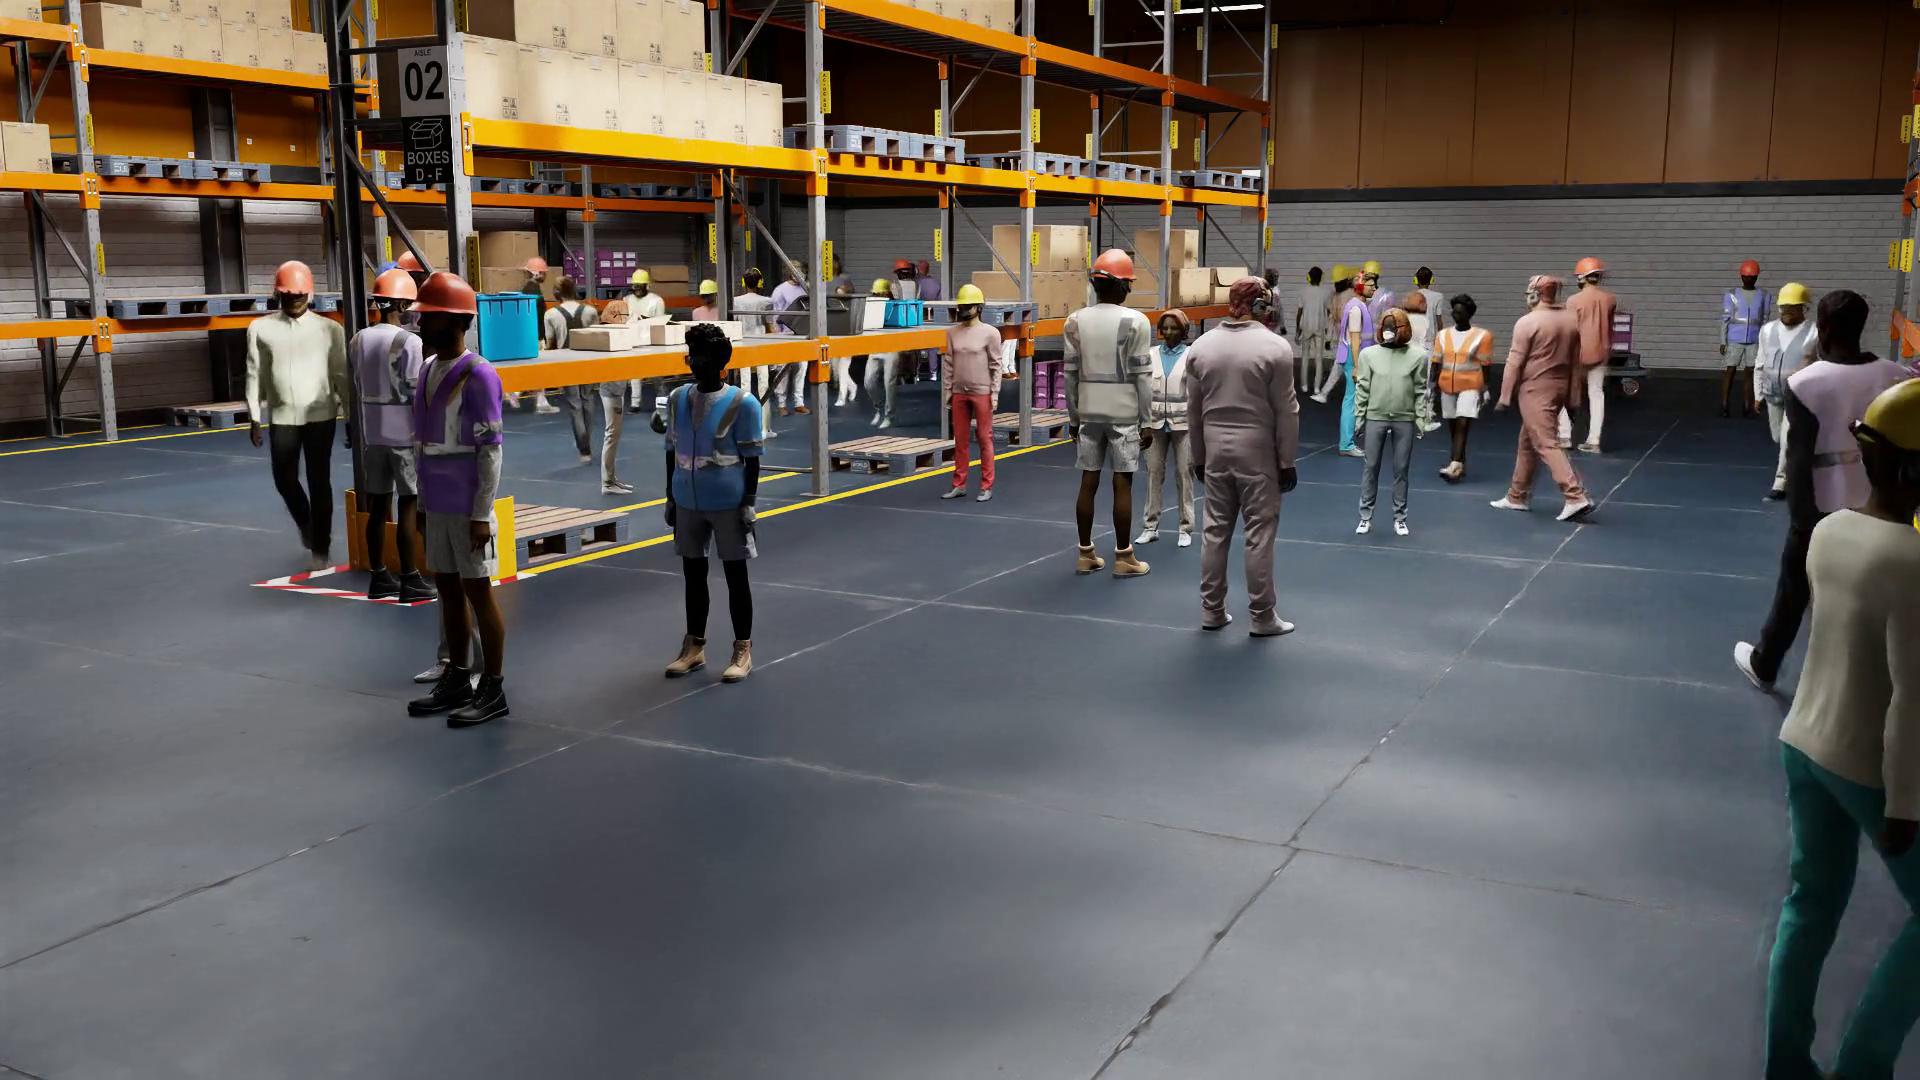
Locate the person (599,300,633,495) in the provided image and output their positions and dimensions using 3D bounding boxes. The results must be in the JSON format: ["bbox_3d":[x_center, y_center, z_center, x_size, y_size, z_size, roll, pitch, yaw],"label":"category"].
[{"bbox_3d":[-2.893,-1.193,13.992,0.287,1.629,0.499,-2,10,-11],"label":"person"}]

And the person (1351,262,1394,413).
[{"bbox_3d":[5.143,-2.527,20.932,0.596,1.907,0.523,7,12,36],"label":"person"}]

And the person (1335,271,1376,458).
[{"bbox_3d":[3.923,-1.746,16.545,0.373,1.843,0.571,2,10,14],"label":"person"}]

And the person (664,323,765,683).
[{"bbox_3d":[-1.176,-0.173,7.875,0.532,1.697,0.319,4,11,22],"label":"person"}]

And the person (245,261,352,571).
[{"bbox_3d":[-4.227,-0.804,10.701,0.662,1.974,0.662,-2,10,-13],"label":"person"}]

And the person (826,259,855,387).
[{"bbox_3d":[-1.920,-3.286,25.233,0.659,1.923,0.487,-2,10,-13],"label":"person"}]

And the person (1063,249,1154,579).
[{"bbox_3d":[0.938,-0.778,10.371,0.607,2.044,0.377,6,12,33],"label":"person"}]

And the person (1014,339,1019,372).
[{"bbox_3d":[0.788,-3.802,28.601,0.669,1.808,0.713,-4,11,-21],"label":"person"}]

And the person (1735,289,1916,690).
[{"bbox_3d":[3.809,-0.147,7.251,0.587,1.855,1.044,0,10,0],"label":"person"}]

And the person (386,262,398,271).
[{"bbox_3d":[-6.763,-2.443,20.403,0.490,1.925,0.735,-2,10,-11],"label":"person"}]

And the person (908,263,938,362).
[{"bbox_3d":[-0.884,-4.184,30.706,0.895,1.840,0.598,-4,10,-20],"label":"person"}]

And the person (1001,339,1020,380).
[{"bbox_3d":[0.814,-3.501,26.599,0.355,1.885,0.575,5,11,26],"label":"person"}]

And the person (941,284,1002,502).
[{"bbox_3d":[0.095,-1.194,13.564,0.526,1.764,0.328,6,12,32],"label":"person"}]

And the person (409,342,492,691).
[{"bbox_3d":[-2.345,-0.120,7.719,0.514,1.645,0.308,8,13,39],"label":"person"}]

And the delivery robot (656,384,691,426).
[{"bbox_3d":[-3.040,-1.508,18.629,0.707,0.478,0.477,-9,13,-42],"label":"delivery robot"}]

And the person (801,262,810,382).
[{"bbox_3d":[-2.380,-3.410,26.084,0.646,1.876,0.836,1,10,8],"label":"person"}]

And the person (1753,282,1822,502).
[{"bbox_3d":[6.895,-1.225,13.712,0.848,1.799,0.613,-7,12,-37],"label":"person"}]

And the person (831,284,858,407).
[{"bbox_3d":[-1.536,-2.603,22.182,0.518,1.611,0.704,6,11,30],"label":"person"}]

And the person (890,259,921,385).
[{"bbox_3d":[-0.865,-3.344,25.557,0.542,1.931,0.366,-7,12,-36],"label":"person"}]

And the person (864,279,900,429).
[{"bbox_3d":[-0.888,-2.136,19.159,0.486,1.731,0.361,6,11,30],"label":"person"}]

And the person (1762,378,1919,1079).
[{"bbox_3d":[2.104,0.507,3.798,0.448,1.752,0.525,-1,10,-4],"label":"person"}]

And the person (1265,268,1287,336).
[{"bbox_3d":[4.706,-3.268,25.542,0.892,1.796,0.641,7,12,34],"label":"person"}]

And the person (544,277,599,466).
[{"bbox_3d":[-3.705,-1.631,16.057,0.578,1.794,0.897,-4,11,-24],"label":"person"}]

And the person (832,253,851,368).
[{"bbox_3d":[-2.209,-4.026,29.182,0.702,2.000,0.536,3,10,18],"label":"person"}]

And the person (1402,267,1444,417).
[{"bbox_3d":[5.706,-2.450,20.619,0.534,1.856,0.365,4,10,20],"label":"person"}]

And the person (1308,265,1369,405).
[{"bbox_3d":[5.101,-2.710,22.106,0.982,1.852,0.599,-3,10,-16],"label":"person"}]

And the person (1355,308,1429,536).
[{"bbox_3d":[3.084,-0.841,11.920,0.504,1.631,0.281,2,10,13],"label":"person"}]

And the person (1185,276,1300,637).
[{"bbox_3d":[1.517,-0.439,8.829,0.638,1.902,0.406,8,13,39],"label":"person"}]

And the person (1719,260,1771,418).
[{"bbox_3d":[9.616,-2.453,20.378,0.551,1.934,0.373,2,10,13],"label":"person"}]

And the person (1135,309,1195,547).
[{"bbox_3d":[1.454,-0.770,11.499,0.515,1.639,0.307,4,11,24],"label":"person"}]

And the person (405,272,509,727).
[{"bbox_3d":[-2.178,-0.172,7.157,0.545,1.943,0.347,8,13,40],"label":"person"}]

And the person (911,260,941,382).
[{"bbox_3d":[-0.590,-3.435,26.149,0.653,1.906,0.408,-4,10,-20],"label":"person"}]

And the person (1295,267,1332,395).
[{"bbox_3d":[5.085,-3.004,23.909,0.527,1.813,0.950,2,10,13],"label":"person"}]

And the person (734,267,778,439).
[{"bbox_3d":[-2.249,-2.028,18.112,0.530,1.869,0.311,1,10,5],"label":"person"}]

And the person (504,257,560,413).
[{"bbox_3d":[-5.404,-2.554,20.883,0.628,1.972,0.618,-4,11,-23],"label":"person"}]

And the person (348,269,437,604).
[{"bbox_3d":[-3.257,-0.597,9.662,0.541,1.932,0.382,5,11,27],"label":"person"}]

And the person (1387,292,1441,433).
[{"bbox_3d":[5.061,-1.992,18.733,0.871,1.576,0.524,-7,12,-34],"label":"person"}]

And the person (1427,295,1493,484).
[{"bbox_3d":[4.365,-1.326,14.670,0.541,1.650,0.836,9,13,43],"label":"person"}]

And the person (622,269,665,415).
[{"bbox_3d":[-4.007,-2.491,20.926,0.615,1.825,0.485,3,10,17],"label":"person"}]

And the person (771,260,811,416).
[{"bbox_3d":[-2.075,-2.501,20.720,0.346,1.931,0.672,10,14,44],"label":"person"}]

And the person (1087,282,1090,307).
[{"bbox_3d":[2.337,-3.626,27.586,0.971,1.787,0.644,9,13,42],"label":"person"}]

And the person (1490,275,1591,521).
[{"bbox_3d":[4.502,-1.091,12.728,0.637,1.866,0.967,-7,12,-37],"label":"person"}]

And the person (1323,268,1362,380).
[{"bbox_3d":[5.729,-3.095,24.461,0.779,1.811,0.598,7,12,35],"label":"person"}]

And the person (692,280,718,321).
[{"bbox_3d":[-2.894,-2.251,19.872,0.548,1.716,0.938,3,10,17],"label":"person"}]

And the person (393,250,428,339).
[{"bbox_3d":[-4.735,-1.495,14.520,0.388,2.045,0.605,-9,14,-43],"label":"person"}]

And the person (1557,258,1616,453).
[{"bbox_3d":[6.370,-1.882,16.986,0.628,1.967,0.698,-2,10,-14],"label":"person"}]
